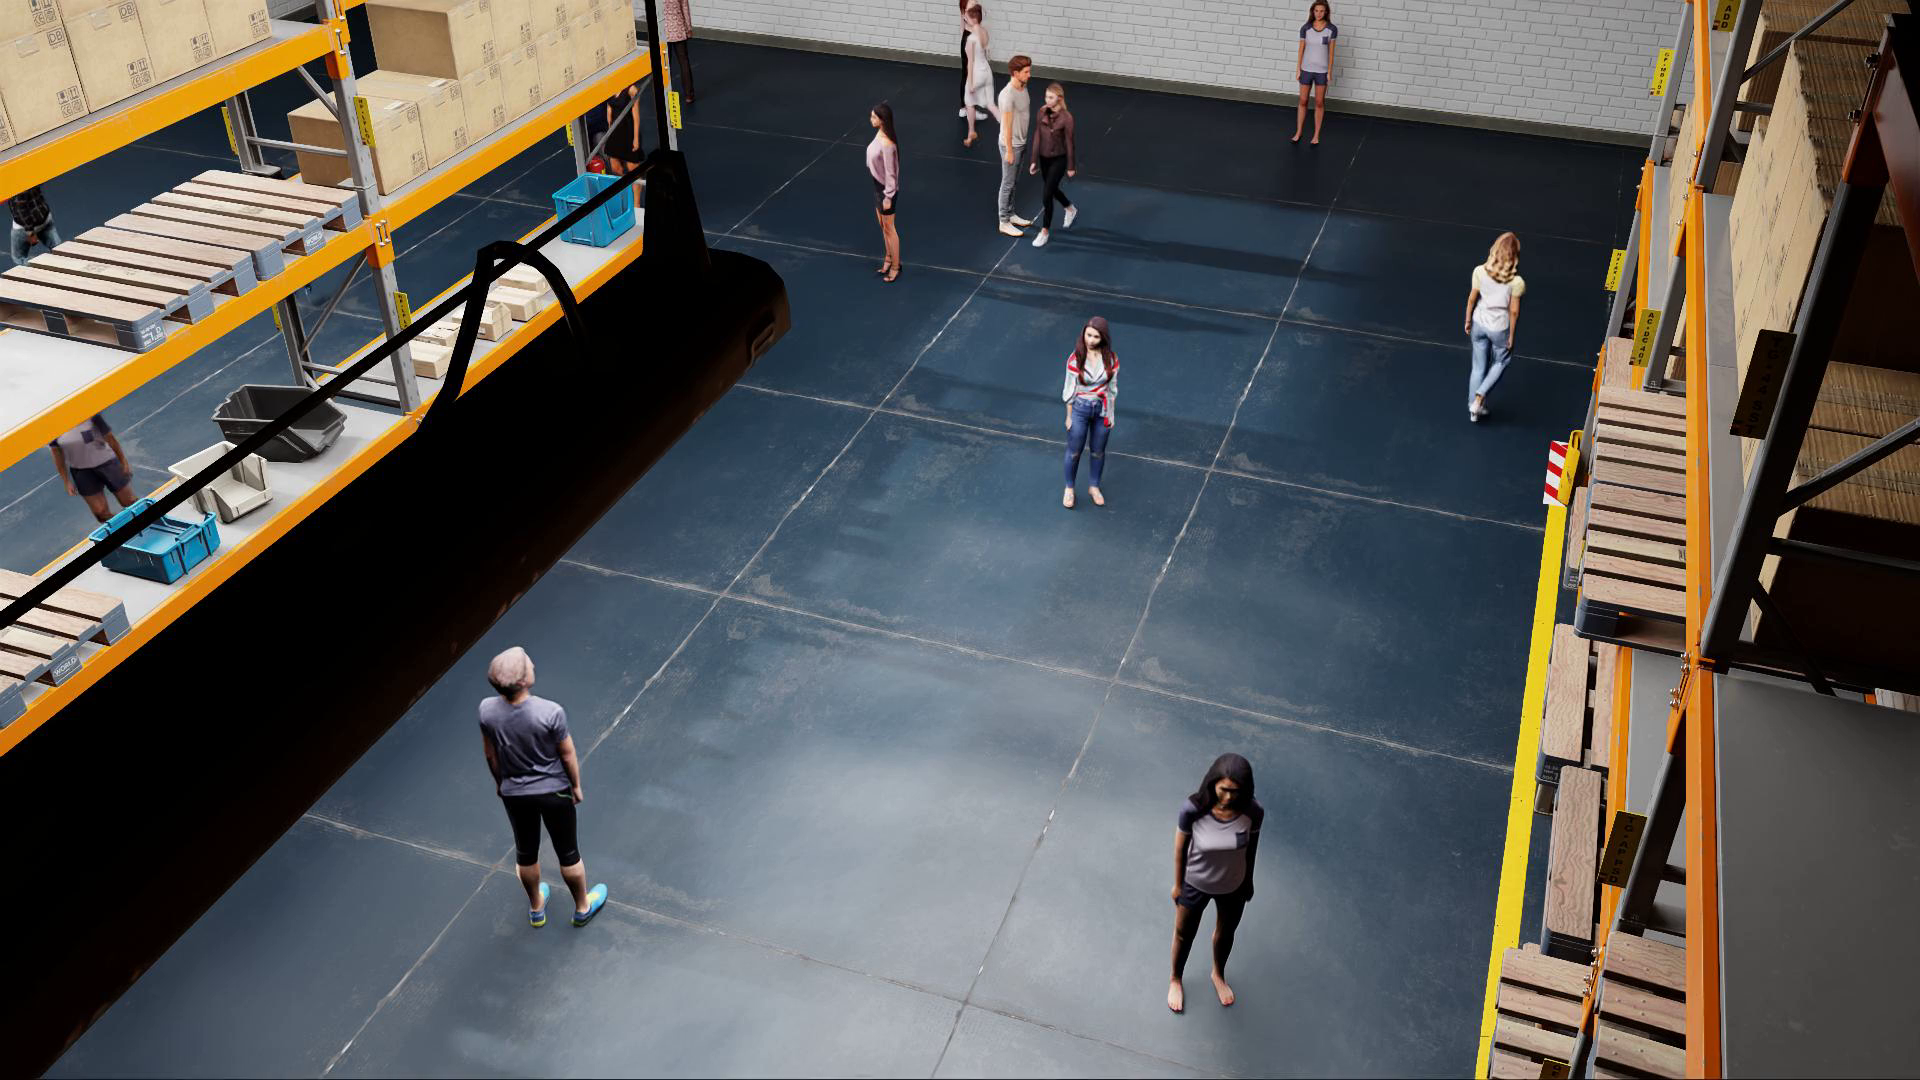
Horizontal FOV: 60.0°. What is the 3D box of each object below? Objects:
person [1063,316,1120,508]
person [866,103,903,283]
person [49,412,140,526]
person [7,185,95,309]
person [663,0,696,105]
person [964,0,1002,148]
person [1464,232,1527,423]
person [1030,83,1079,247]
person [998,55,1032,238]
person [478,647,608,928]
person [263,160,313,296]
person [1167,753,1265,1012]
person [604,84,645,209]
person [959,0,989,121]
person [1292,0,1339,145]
[{"bbox_3d":[1.014,-1.010,12.998,0.656,1.612,0.653,-4,34,-6],"label":"person"},{"bbox_3d":[-0.729,-3.432,16.464,0.766,1.810,0.663,-8,34,-12],"label":"person"},{"bbox_3d":[-6.427,-0.550,12.378,0.814,1.533,0.881,-17,37,-23],"label":"person"},{"bbox_3d":[-8.760,-3.044,15.910,1.036,1.776,1.264,0,34,0],"label":"person"},{"bbox_3d":[-3.634,-6.398,20.927,0.773,1.808,0.783,-7,34,-10],"label":"person"},{"bbox_3d":[0.311,-5.316,19.343,0.895,1.759,1.089,26,41,33],"label":"person"},{"bbox_3d":[4.442,-1.741,14.002,0.722,1.718,0.732,24,41,32],"label":"person"},{"bbox_3d":[1.019,-3.965,17.394,0.874,1.668,1.143,27,42,35],"label":"person"},{"bbox_3d":[0.559,-4.170,17.503,0.710,1.888,0.479,12,35,17],"label":"person"},{"bbox_3d":[-2.326,1.384,9.150,0.707,1.885,0.670,3,34,5],"label":"person"},{"bbox_3d":[-6.412,-2.816,15.725,0.765,1.603,1.018,4,34,6],"label":"person"},{"bbox_3d":[1.335,1.774,8.725,0.673,1.706,0.669,-3,34,-5],"label":"person"},{"bbox_3d":[-3.523,-4.269,17.700,0.619,1.835,0.568,16,37,22],"label":"person"},{"bbox_3d":[0.135,-6.062,20.484,0.713,1.740,0.668,-17,37,-24],"label":"person"},{"bbox_3d":[4.228,-5.581,19.772,0.587,1.727,0.537,10,35,15],"label":"person"}]
